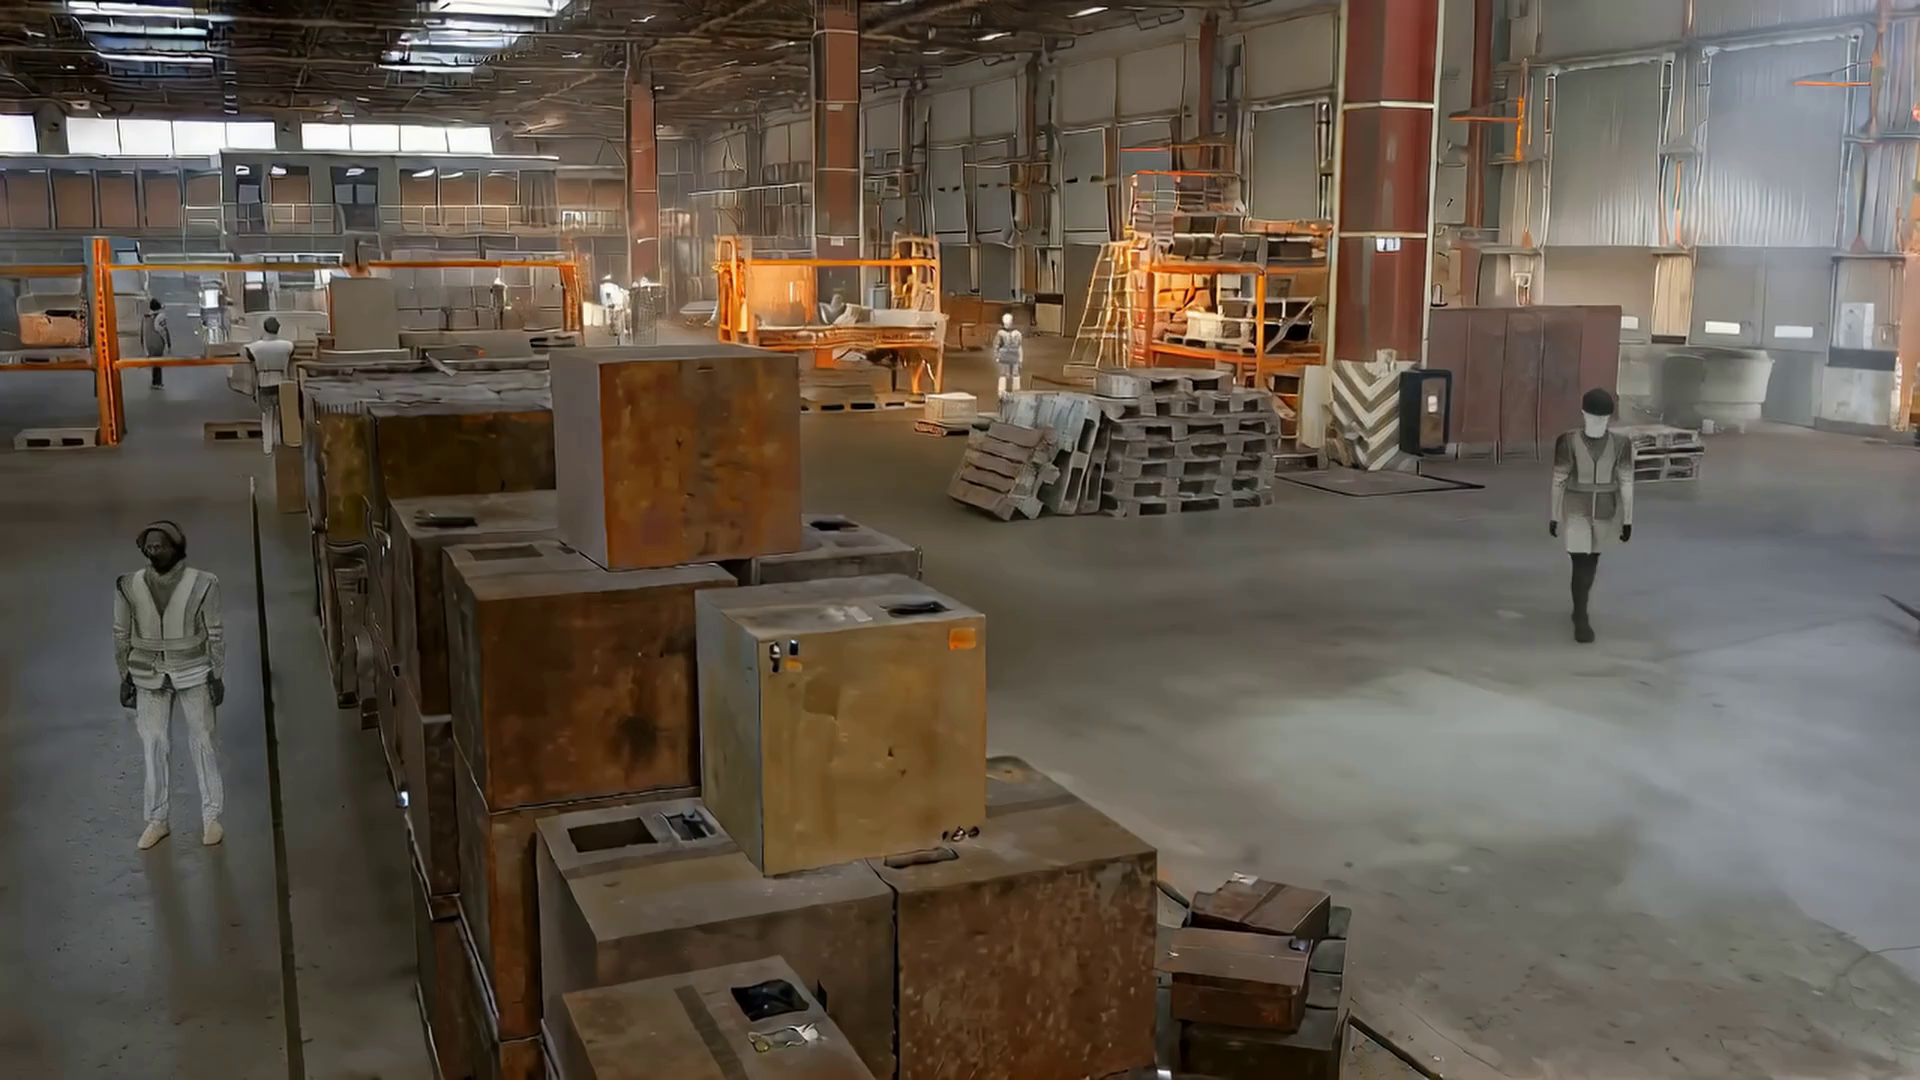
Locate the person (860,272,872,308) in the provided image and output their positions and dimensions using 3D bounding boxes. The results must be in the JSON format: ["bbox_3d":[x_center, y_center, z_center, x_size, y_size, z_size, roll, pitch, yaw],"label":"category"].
[{"bbox_3d":[-3.588,-8.946,60.973,0.680,1.807,0.730,-3,11,-16],"label":"person"}]

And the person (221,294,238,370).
[{"bbox_3d":[-16.683,-4.750,37.999,0.306,1.745,0.483,3,11,15],"label":"person"}]

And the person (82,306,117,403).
[{"bbox_3d":[-15.618,-3.394,30.235,0.532,1.856,0.396,-5,11,-26],"label":"person"}]

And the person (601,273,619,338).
[{"bbox_3d":[-10.521,-7.033,50.019,0.601,1.948,0.386,-7,13,-36],"label":"person"}]

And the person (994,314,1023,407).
[{"bbox_3d":[0.863,-3.162,29.457,0.553,1.671,0.577,-3,11,-15],"label":"person"}]

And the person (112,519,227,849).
[{"bbox_3d":[-3.892,0.704,8.226,0.514,1.641,0.307,-2,11,-12],"label":"person"}]

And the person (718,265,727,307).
[{"bbox_3d":[-10.423,-11.078,72.454,0.471,1.916,0.629,-7,12,-34],"label":"person"}]

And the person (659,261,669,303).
[{"bbox_3d":[-13.221,-11.384,73.915,0.630,1.985,0.411,-2,10,-9],"label":"person"}]

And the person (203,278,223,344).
[{"bbox_3d":[-20.154,-6.079,44.785,0.542,1.939,0.364,-6,12,-29],"label":"person"}]

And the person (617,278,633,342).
[{"bbox_3d":[-9.723,-6.659,48.252,0.633,1.841,0.429,6,12,32],"label":"person"}]

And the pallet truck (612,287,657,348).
[{"bbox_3d":[-6.464,-4.406,35.401,0.823,1.965,1.885,6,12,32],"label":"pallet truck"}]

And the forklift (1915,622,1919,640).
[{"bbox_3d":[7.536,-0.447,11.148,1.129,2.768,1.873,1,10,8],"label":"forklift"}]

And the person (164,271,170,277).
[{"bbox_3d":[-30.164,-9.394,63.338,0.950,1.830,0.617,-6,12,-28],"label":"person"}]

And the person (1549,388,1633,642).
[{"bbox_3d":[4.783,-0.209,12.591,0.563,1.885,0.987,2,10,10],"label":"person"}]

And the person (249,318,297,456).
[{"bbox_3d":[-9.460,-2.101,22.958,0.593,1.909,0.404,-4,11,-22],"label":"person"}]

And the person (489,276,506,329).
[{"bbox_3d":[-13.392,-6.675,48.135,0.387,1.927,0.644,1,10,6],"label":"person"}]

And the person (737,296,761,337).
[{"bbox_3d":[-4.114,-3.846,32.658,0.605,1.889,0.929,6,12,31],"label":"person"}]

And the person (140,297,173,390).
[{"bbox_3d":[-16.013,-3.923,33.209,0.558,1.819,0.710,0,10,1],"label":"person"}]
